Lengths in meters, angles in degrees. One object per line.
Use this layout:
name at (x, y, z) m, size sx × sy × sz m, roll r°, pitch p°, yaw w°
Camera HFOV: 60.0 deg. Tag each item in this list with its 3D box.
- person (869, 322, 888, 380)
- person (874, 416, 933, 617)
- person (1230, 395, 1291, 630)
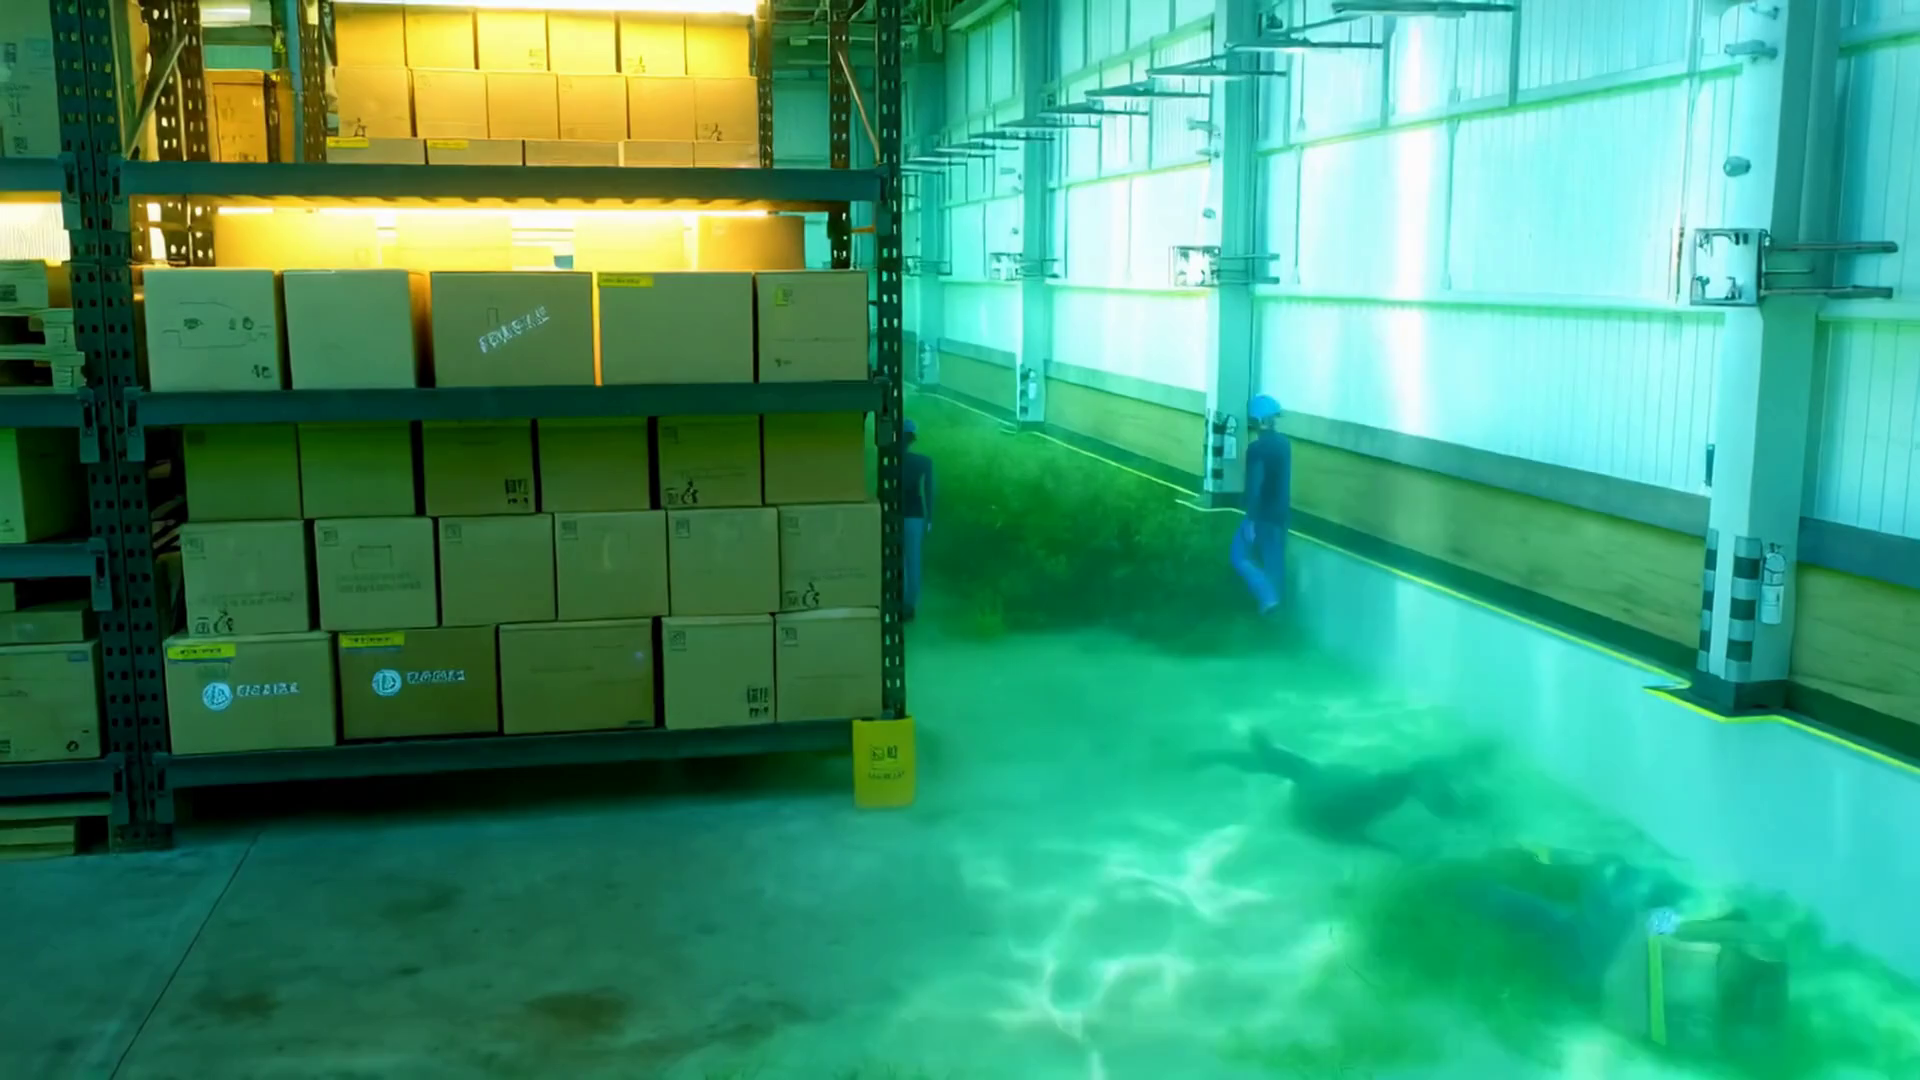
person at (-1.991, -4.335, 39.714) m, size 0.602 × 1.724 × 0.696 m, roll -2°, pitch 10°, yaw -13°
person at (-0.491, -0.197, 14.424) m, size 0.532 × 1.751 × 0.374 m, roll -2°, pitch 10°, yaw -11°
person at (2.531, -0.220, 13.883) m, size 0.437 × 1.974 × 0.648 m, roll 8°, pitch 12°, yaw 39°
